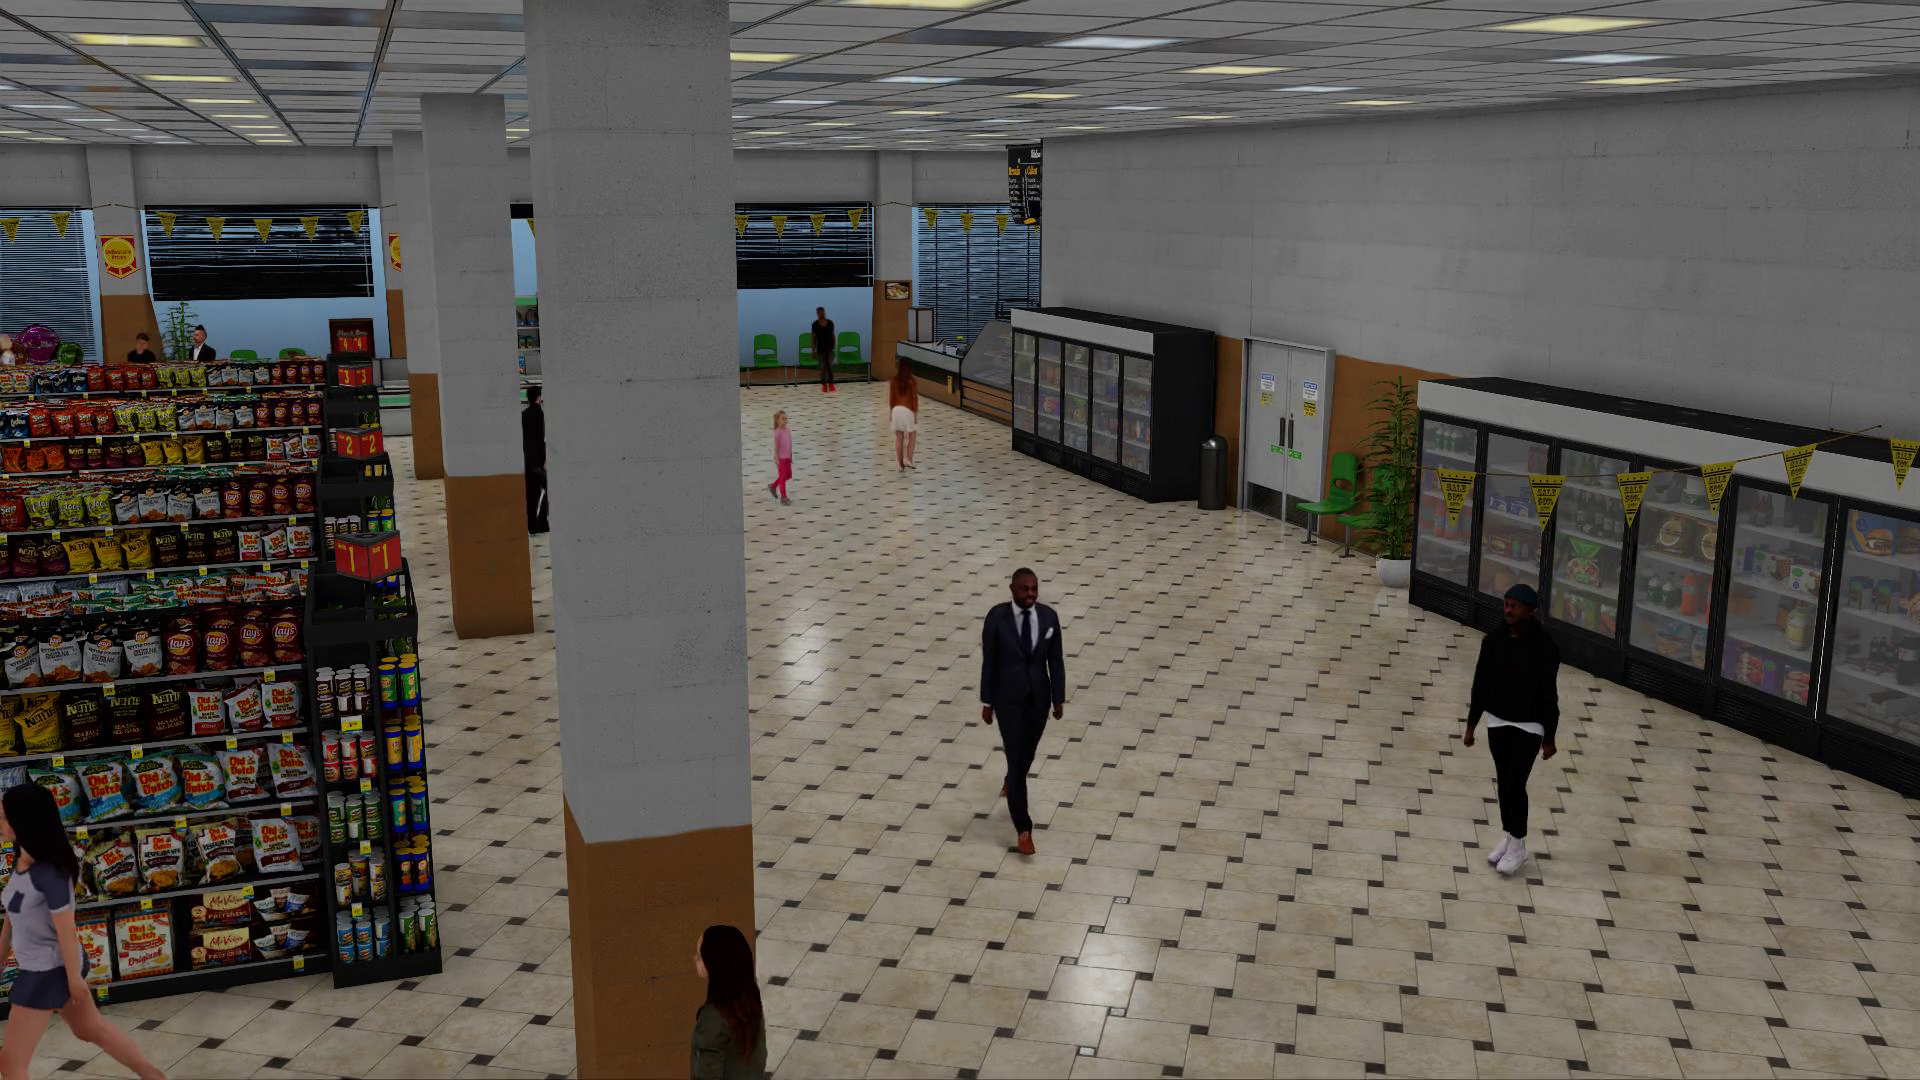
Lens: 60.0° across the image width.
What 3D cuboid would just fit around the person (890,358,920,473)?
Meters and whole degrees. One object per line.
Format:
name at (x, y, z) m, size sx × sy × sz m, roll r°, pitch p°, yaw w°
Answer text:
person at (-0.866, -1.859, 24.893) m, size 0.717 × 1.706 × 0.804 m, roll 3°, pitch 12°, yaw 13°

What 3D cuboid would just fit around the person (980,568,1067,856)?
person at (0.385, 1.051, 10.873) m, size 1.149 × 1.788 × 0.804 m, roll -3°, pitch 12°, yaw -16°

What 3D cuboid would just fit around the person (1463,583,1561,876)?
person at (3.523, 1.144, 10.385) m, size 0.811 × 1.807 × 0.800 m, roll -9°, pitch 15°, yaw -38°

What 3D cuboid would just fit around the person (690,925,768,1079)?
person at (-0.827, 2.178, 6.330) m, size 1.048 × 1.454 × 0.885 m, roll 2°, pitch 12°, yaw 9°

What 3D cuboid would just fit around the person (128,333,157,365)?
person at (-13.623, -2.548, 27.871) m, size 1.127 × 1.827 × 1.123 m, roll 4°, pitch 13°, yaw 18°

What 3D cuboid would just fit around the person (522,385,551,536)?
person at (-5.253, -0.953, 20.320) m, size 0.828 × 1.818 × 0.842 m, roll -11°, pitch 16°, yaw -41°

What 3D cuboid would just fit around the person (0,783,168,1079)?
person at (-3.899, 1.869, 7.299) m, size 1.210 × 1.660 × 0.881 m, roll -10°, pitch 15°, yaw -39°

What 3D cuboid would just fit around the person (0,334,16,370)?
person at (-16.299, -2.670, 28.670) m, size 0.826 × 1.737 × 0.619 m, roll -5°, pitch 13°, yaw -24°

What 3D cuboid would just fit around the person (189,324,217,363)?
person at (-12.811, -2.679, 28.197) m, size 0.777 × 1.949 × 0.851 m, roll 5°, pitch 13°, yaw 21°

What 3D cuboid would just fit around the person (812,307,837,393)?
person at (-2.808, -3.967, 34.745) m, size 0.695 × 1.772 × 0.798 m, roll -4°, pitch 13°, yaw -19°

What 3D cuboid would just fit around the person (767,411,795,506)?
person at (-2.439, -1.121, 22.463) m, size 0.775 × 1.263 × 0.733 m, roll 7°, pitch 14°, yaw 30°
